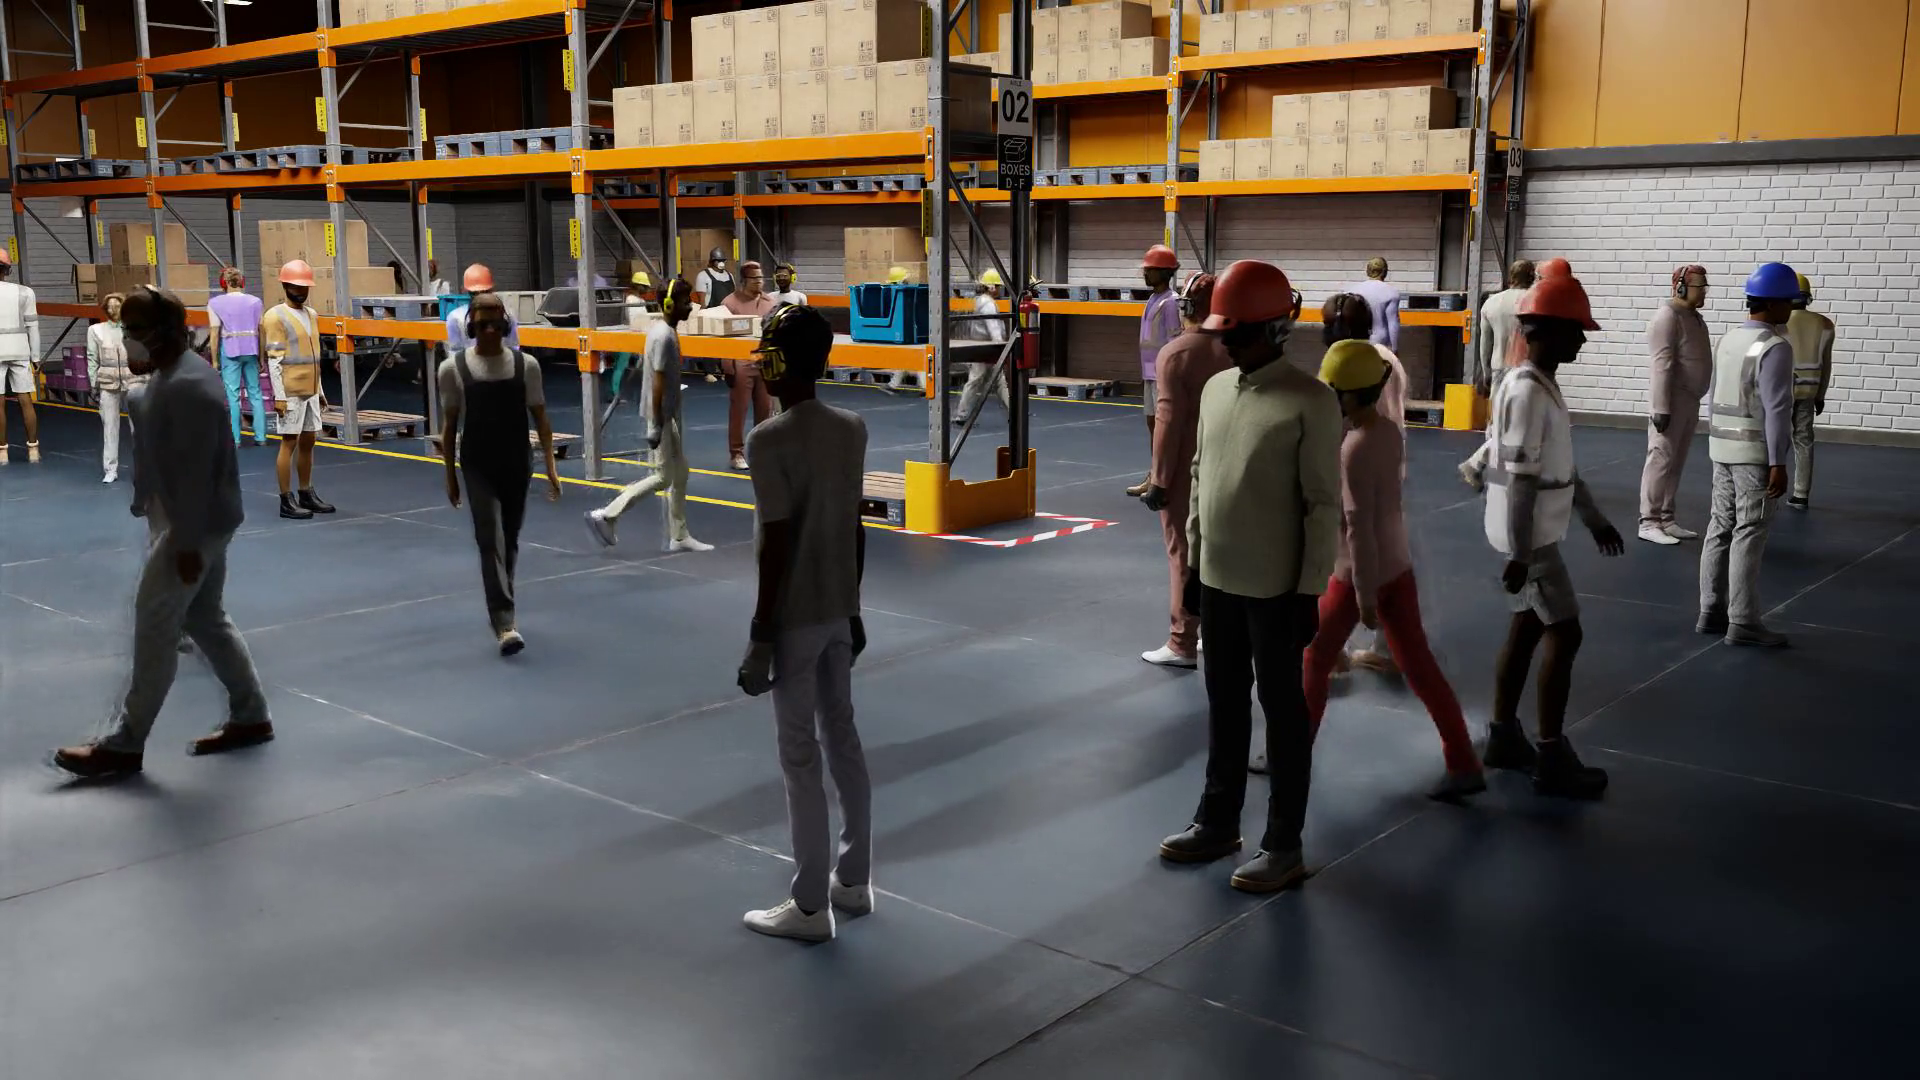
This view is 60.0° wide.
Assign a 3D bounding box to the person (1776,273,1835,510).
[{"bbox_3d":[6.423,-1.143,12.891,0.600,1.827,0.404,-1,10,-5],"label":"person"}]

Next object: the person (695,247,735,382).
[{"bbox_3d":[-3.637,-3.419,25.250,0.676,2.000,0.536,-10,14,-44],"label":"person"}]

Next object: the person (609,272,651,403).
[{"bbox_3d":[-4.176,-2.612,21.581,0.922,1.705,0.544,3,10,15],"label":"person"}]

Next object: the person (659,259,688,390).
[{"bbox_3d":[-4.132,-3.120,23.893,0.383,1.918,0.591,0,10,2],"label":"person"}]

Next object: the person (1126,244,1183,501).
[{"bbox_3d":[1.583,-1.330,13.333,0.365,2.048,0.608,-2,10,-13],"label":"person"}]

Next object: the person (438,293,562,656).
[{"bbox_3d":[-2.325,-0.341,8.418,0.539,1.794,0.960,-5,11,-28],"label":"person"}]

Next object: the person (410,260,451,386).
[{"bbox_3d":[-7.750,-3.177,24.441,0.582,1.847,0.880,4,11,24],"label":"person"}]

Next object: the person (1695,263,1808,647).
[{"bbox_3d":[4.061,-0.435,8.521,0.403,1.945,0.614,-1,10,-4],"label":"person"}]

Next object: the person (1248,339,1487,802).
[{"bbox_3d":[1.511,0.119,6.077,0.938,1.705,0.525,8,13,38],"label":"person"}]

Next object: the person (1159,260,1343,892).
[{"bbox_3d":[0.923,0.114,5.292,0.393,1.985,0.611,-7,12,-33],"label":"person"}]

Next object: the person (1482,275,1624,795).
[{"bbox_3d":[2.247,-0.021,6.253,0.529,1.915,0.567,3,10,17],"label":"person"}]

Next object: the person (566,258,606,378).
[{"bbox_3d":[-5.813,-3.467,25.940,0.676,1.890,0.475,1,10,6],"label":"person"}]

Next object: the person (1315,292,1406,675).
[{"bbox_3d":[1.872,-0.248,7.863,0.466,1.819,0.641,9,13,42],"label":"person"}]

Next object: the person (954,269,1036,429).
[{"bbox_3d":[0.375,-2.117,18.567,0.962,1.775,0.604,0,10,0],"label":"person"}]

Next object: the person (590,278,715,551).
[{"bbox_3d":[-2.041,-0.805,10.956,0.714,1.839,0.566,-1,10,-6],"label":"person"}]

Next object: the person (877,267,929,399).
[{"bbox_3d":[-0.735,-2.782,22.408,0.907,1.762,0.652,6,11,29],"label":"person"}]

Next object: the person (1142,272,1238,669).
[{"bbox_3d":[1.145,-0.334,8.068,0.645,1.908,0.408,-8,13,-39],"label":"person"}]

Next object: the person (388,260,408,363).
[{"bbox_3d":[-10.103,-4.049,29.512,0.646,1.813,0.644,4,11,20],"label":"person"}]

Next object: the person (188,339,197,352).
[{"bbox_3d":[-12.485,-3.483,26.760,0.500,1.636,0.282,-3,10,-17],"label":"person"}]

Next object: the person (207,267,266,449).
[{"bbox_3d":[-7.279,-1.834,16.820,0.387,1.837,0.567,8,13,39],"label":"person"}]

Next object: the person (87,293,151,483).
[{"bbox_3d":[-7.255,-1.314,14.401,0.512,1.642,0.312,-4,11,-23],"label":"person"}]

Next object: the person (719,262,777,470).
[{"bbox_3d":[-1.903,-1.592,15.264,0.635,1.899,0.398,-9,13,-42],"label":"person"}]

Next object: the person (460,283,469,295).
[{"bbox_3d":[-9.342,-4.385,31.904,0.507,1.632,0.268,-9,13,-41],"label":"person"}]

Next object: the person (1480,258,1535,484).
[{"bbox_3d":[4.717,-1.413,14.132,0.372,1.934,0.627,-10,14,-43],"label":"person"}]

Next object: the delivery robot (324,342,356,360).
[{"bbox_3d":[-10.502,-3.255,28.274,0.707,0.478,0.477,-3,10,-15],"label":"delivery robot"}]

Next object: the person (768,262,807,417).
[{"bbox_3d":[-1.881,-2.037,17.853,0.532,1.876,0.321,4,11,19],"label":"person"}]

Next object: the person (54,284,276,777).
[{"bbox_3d":[-3.147,-0.046,6.466,0.760,1.893,0.660,-6,12,-31],"label":"person"}]

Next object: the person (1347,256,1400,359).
[{"bbox_3d":[4.524,-2.132,18.233,0.628,1.931,0.358,10,14,43],"label":"person"}]

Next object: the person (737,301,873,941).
[{"bbox_3d":[-0.460,0.243,4.887,0.319,1.870,0.521,6,12,32],"label":"person"}]

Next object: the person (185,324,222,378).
[{"bbox_3d":[-10.920,-3.076,23.722,0.946,1.903,0.551,-1,10,-5],"label":"person"}]

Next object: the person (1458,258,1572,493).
[{"bbox_3d":[4.583,-1.334,13.660,0.814,1.956,0.636,4,11,20],"label":"person"}]

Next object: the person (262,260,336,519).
[{"bbox_3d":[-4.954,-1.130,12.516,0.370,1.933,0.550,3,10,15],"label":"person"}]

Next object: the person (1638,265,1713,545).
[{"bbox_3d":[4.957,-0.930,11.458,0.401,1.906,0.650,9,13,41],"label":"person"}]

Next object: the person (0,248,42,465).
[{"bbox_3d":[-8.943,-1.720,15.564,0.607,2.044,0.372,-8,13,-39],"label":"person"}]

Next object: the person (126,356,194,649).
[{"bbox_3d":[-4.003,-0.262,8.430,0.267,1.632,0.507,2,10,13],"label":"person"}]

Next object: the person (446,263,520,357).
[{"bbox_3d":[-3.783,-1.242,13.240,0.561,1.907,0.730,-4,11,-21],"label":"person"}]
